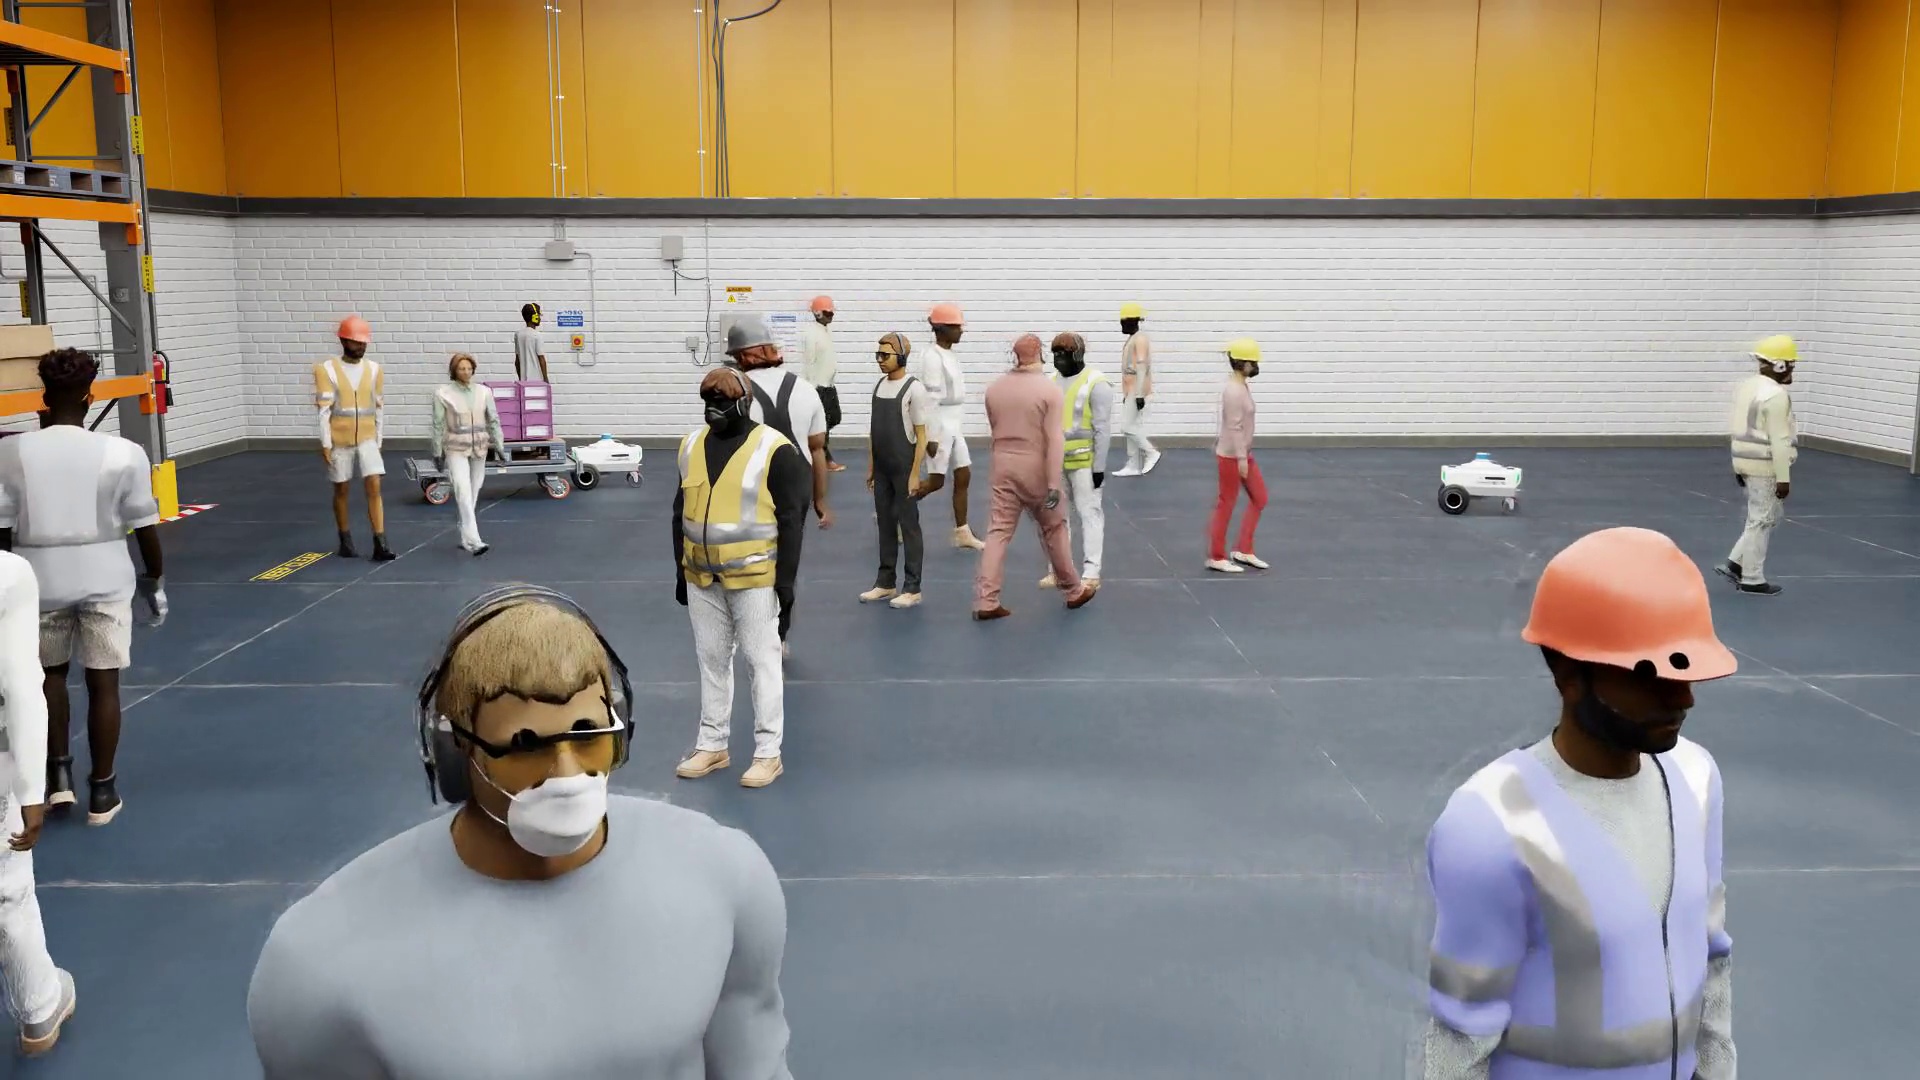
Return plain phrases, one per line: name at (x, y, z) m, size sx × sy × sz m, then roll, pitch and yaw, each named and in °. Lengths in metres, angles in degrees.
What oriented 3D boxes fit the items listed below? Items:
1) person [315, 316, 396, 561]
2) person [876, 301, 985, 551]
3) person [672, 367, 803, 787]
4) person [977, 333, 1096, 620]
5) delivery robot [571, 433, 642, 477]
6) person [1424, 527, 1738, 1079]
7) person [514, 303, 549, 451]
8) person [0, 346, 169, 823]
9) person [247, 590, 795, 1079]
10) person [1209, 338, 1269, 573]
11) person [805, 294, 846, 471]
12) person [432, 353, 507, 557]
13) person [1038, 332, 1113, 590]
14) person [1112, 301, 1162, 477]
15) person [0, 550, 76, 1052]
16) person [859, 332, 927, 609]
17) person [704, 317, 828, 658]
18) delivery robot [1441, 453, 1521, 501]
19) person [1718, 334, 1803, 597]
person at (-4.653, -0.765, 12.832) m, size 0.559 × 1.889 × 0.947 m, roll -7°, pitch 12°, yaw -36°
person at (-0.206, -0.905, 13.351) m, size 0.879 × 2.020 × 0.615 m, roll 3°, pitch 10°, yaw 16°
person at (-1.003, 0.162, 7.327) m, size 0.637 × 1.842 × 0.429 m, roll 4°, pitch 10°, yaw 25°
person at (0.465, -0.419, 10.892) m, size 0.648 × 1.843 × 0.998 m, roll 7°, pitch 12°, yaw 36°
delivery robot at (-3.661, -0.862, 17.255) m, size 0.707 × 0.478 × 0.477 m, roll -3°, pitch 10°, yaw -16°
person at (0.918, 0.900, 2.628) m, size 0.551 × 1.909 × 0.910 m, roll -6°, pitch 11°, yaw -33°
person at (-4.989, -1.839, 19.511) m, size 0.509 × 1.872 × 0.328 m, roll 6°, pitch 11°, yaw 34°
person at (-3.610, 0.189, 6.822) m, size 0.650 × 1.950 × 0.476 m, roll -3°, pitch 10°, yaw -20°
person at (-0.520, 0.983, 2.086) m, size 0.635 × 1.920 × 0.765 m, roll -5°, pitch 11°, yaw -29°
person at (2.121, -0.615, 12.335) m, size 0.568 × 1.745 × 0.544 m, roll 3°, pitch 10°, yaw 20°
person at (-1.577, -1.760, 18.674) m, size 0.542 × 1.983 × 0.637 m, roll 2°, pitch 10°, yaw 14°
person at (-3.854, -0.665, 13.145) m, size 0.518 × 1.600 × 0.836 m, roll -9°, pitch 13°, yaw -42°
person at (0.792, -0.541, 11.696) m, size 0.432 × 1.829 × 0.623 m, roll -8°, pitch 12°, yaw -40°
person at (1.897, -1.627, 18.067) m, size 0.449 × 1.913 × 0.616 m, roll -1°, pitch 9°, yaw -5°
person at (-2.738, 0.622, 4.493) m, size 0.591 × 1.833 × 0.939 m, roll -3°, pitch 10°, yaw -16°
person at (-0.439, -0.466, 11.171) m, size 0.508 × 1.846 × 0.345 m, roll 9°, pitch 13°, yaw 43°
person at (-1.164, -0.276, 9.404) m, size 0.700 × 2.000 × 0.882 m, roll -5°, pitch 11°, yaw -30°
delivery robot at (4.839, -0.567, 15.448) m, size 0.707 × 0.478 × 0.477 m, roll 3°, pitch 10°, yaw 16°
person at (5.551, -0.502, 11.463) m, size 0.426 × 1.819 × 0.621 m, roll 1°, pitch 9°, yaw 6°
